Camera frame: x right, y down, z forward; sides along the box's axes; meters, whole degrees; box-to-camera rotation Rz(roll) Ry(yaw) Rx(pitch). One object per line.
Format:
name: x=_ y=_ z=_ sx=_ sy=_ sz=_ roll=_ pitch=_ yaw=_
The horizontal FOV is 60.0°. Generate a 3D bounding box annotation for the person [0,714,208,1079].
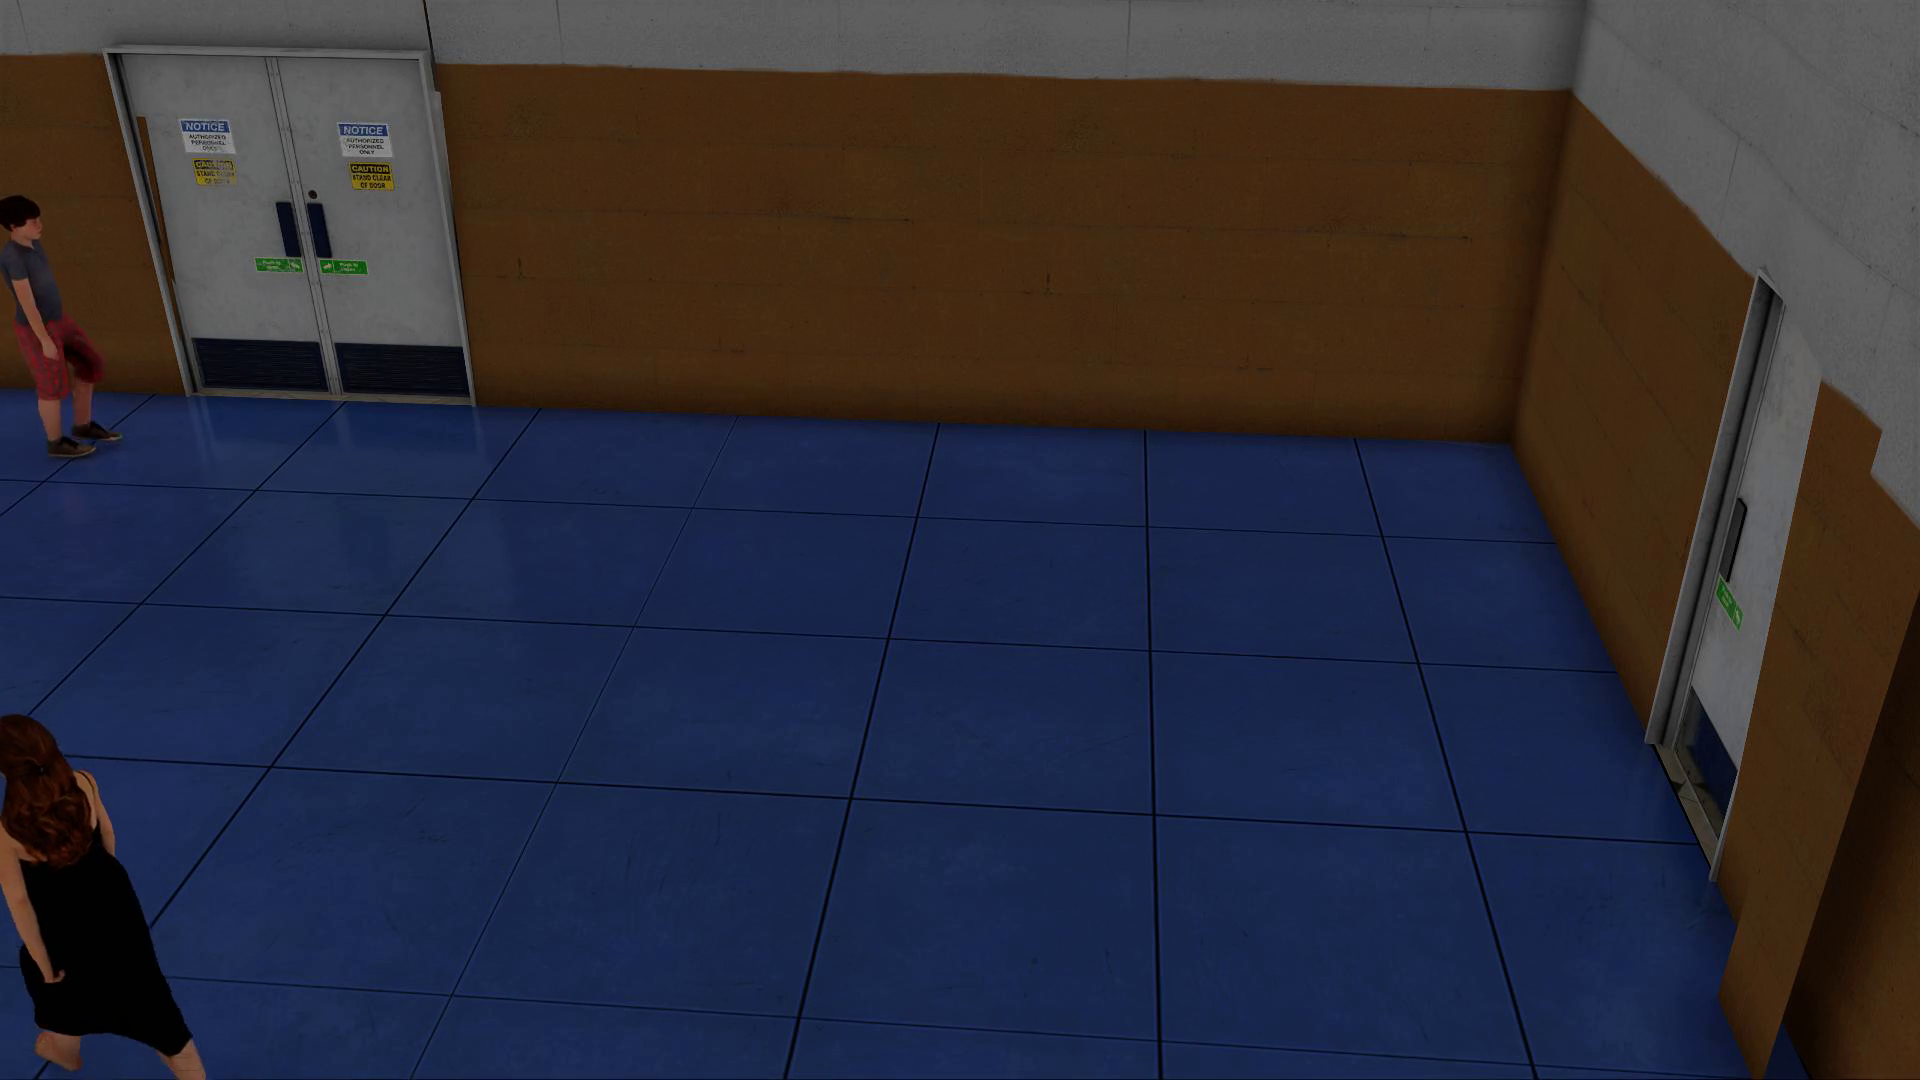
person: x=-2.795 y=1.287 z=5.427 sx=0.987 sy=1.578 sz=1.107 roll=18 pitch=33 yaw=29

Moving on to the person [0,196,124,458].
person: x=-5.598 y=-1.261 z=10.021 sx=0.721 sy=1.635 sz=0.637 roll=-3 pitch=29 yaw=-5
